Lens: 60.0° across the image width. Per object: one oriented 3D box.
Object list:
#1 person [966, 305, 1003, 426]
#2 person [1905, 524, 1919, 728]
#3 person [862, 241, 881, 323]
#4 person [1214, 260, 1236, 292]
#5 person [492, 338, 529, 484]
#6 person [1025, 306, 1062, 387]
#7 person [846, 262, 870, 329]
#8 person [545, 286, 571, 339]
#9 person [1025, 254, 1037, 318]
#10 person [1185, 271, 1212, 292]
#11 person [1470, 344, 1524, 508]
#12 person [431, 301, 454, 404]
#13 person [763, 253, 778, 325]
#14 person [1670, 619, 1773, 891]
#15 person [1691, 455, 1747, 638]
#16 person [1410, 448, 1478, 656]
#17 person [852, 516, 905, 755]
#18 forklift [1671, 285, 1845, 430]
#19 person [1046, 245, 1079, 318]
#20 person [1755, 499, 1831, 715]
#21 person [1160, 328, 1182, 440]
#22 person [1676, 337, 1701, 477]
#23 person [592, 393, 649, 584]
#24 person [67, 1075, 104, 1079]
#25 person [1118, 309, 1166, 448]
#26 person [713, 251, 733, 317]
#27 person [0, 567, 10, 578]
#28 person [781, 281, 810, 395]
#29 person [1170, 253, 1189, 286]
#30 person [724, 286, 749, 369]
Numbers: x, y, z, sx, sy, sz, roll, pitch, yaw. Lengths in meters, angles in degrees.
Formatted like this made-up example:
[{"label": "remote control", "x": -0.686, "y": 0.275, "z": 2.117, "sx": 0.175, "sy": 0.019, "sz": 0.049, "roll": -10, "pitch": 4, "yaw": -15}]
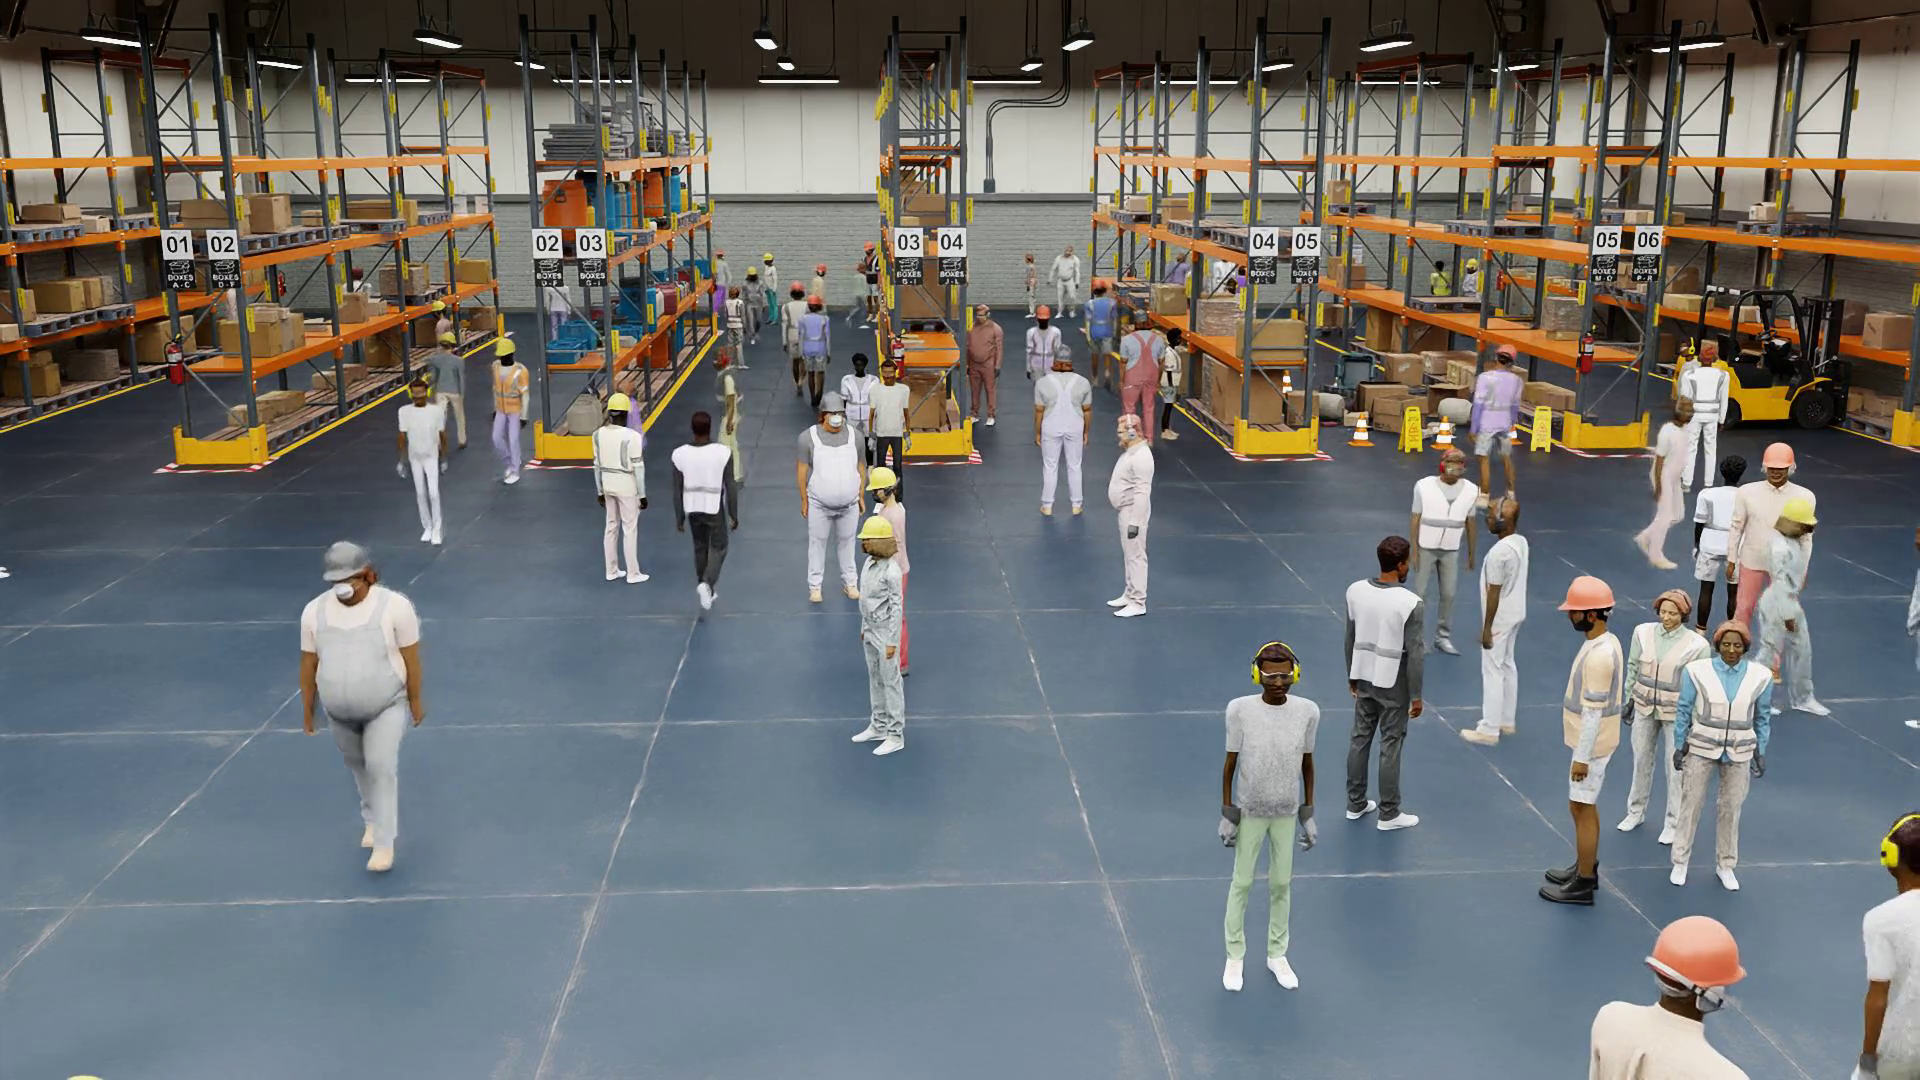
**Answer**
[{"label": "person", "x": 0.380, "y": -2.744, "z": 26.288, "sx": 0.687, "sy": 1.928, "sz": 0.506, "roll": 7, "pitch": 15, "yaw": 26}, {"label": "person", "x": 7.311, "y": 0.653, "z": 12.441, "sx": 0.438, "sy": 1.597, "sz": 0.544, "roll": 2, "pitch": 13, "yaw": 8}, {"label": "person", "x": -2.239, "y": -6.451, "z": 41.633, "sx": 0.619, "sy": 2.029, "sz": 0.410, "roll": 10, "pitch": 17, "yaw": 37}, {"label": "person", "x": 6.544, "y": -6.273, "z": 41.225, "sx": 0.582, "sy": 1.865, "sz": 0.666, "roll": -2, "pitch": 13, "yaw": -8}, {"label": "person", "x": -5.877, "y": -1.703, "z": 21.773, "sx": 0.661, "sy": 1.906, "sz": 0.641, "roll": 6, "pitch": 14, "yaw": 23}, {"label": "person", "x": 1.304, "y": -2.676, "z": 25.907, "sx": 0.573, "sy": 1.893, "sz": 0.940, "roll": 1, "pitch": 13, "yaw": 4}, {"label": "person", "x": -2.435, "y": -5.885, "z": 40.119, "sx": 0.512, "sy": 1.616, "sz": 0.505, "roll": -7, "pitch": 15, "yaw": -26}, {"label": "person", "x": -8.556, "y": -4.868, "z": 35.477, "sx": 0.526, "sy": 1.769, "sz": 0.328, "roll": 0, "pitch": 13, "yaw": -2}, {"label": "person", "x": 1.822, "y": -6.569, "z": 42.981, "sx": 0.318, "sy": 1.631, "sz": 0.514, "roll": 3, "pitch": 14, "yaw": 11}, {"label": "person", "x": 5.426, "y": -5.461, "z": 37.681, "sx": 0.596, "sy": 1.909, "sz": 0.502, "roll": -2, "pitch": 14, "yaw": -10}, {"label": "person", "x": 6.523, "y": -1.355, "z": 20.095, "sx": 0.724, "sy": 2.008, "sz": 0.541, "roll": -4, "pitch": 14, "yaw": -17}, {"label": "person", "x": -8.834, "y": -3.201, "z": 28.438, "sx": 0.335, "sy": 1.761, "sz": 0.519, "roll": 0, "pitch": 13, "yaw": -1}, {"label": "person", "x": -4.698, "y": -6.201, "z": 41.139, "sx": 0.329, "sy": 1.763, "sz": 0.523, "roll": -8, "pitch": 15, "yaw": -30}, {"label": "person", "x": 4.472, "y": 1.259, "z": 9.795, "sx": 0.525, "sy": 1.639, "sz": 0.307, "roll": 3, "pitch": 14, "yaw": 13}, {"label": "person", "x": 6.713, "y": 0.093, "z": 14.611, "sx": 0.540, "sy": 1.695, "sz": 0.317, "roll": 7, "pitch": 15, "yaw": 26}, {"label": "person", "x": 4.143, "y": 0.094, "z": 14.333, "sx": 0.627, "sy": 1.822, "sz": 0.478, "roll": -2, "pitch": 13, "yaw": -7}, {"label": "person", "x": -0.588, "y": 0.680, "z": 12.024, "sx": 0.296, "sy": 1.745, "sz": 0.485, "roll": -8, "pitch": 15, "yaw": -29}, {"label": "forklift", "x": 12.503, "y": -2.886, "z": 26.166, "sx": 2.313, "sy": 2.155, "sz": 1.214, "roll": -1, "pitch": 13, "yaw": -3}, {"label": "person", "x": 2.640, "y": -6.636, "z": 42.730, "sx": 0.848, "sy": 1.889, "sz": 0.428, "roll": 5, "pitch": 14, "yaw": 19}, {"label": "person", "x": 6.416, "y": 0.532, "z": 12.730, "sx": 0.547, "sy": 1.713, "sz": 0.515, "roll": -13, "pitch": 18, "yaw": -43}, {"label": "person", "x": 3.156, "y": -2.336, "z": 24.924, "sx": 0.320, "sy": 1.686, "sz": 0.540, "roll": 3, "pitch": 14, "yaw": 12}, {"label": "person", "x": 9.633, "y": -1.769, "z": 22.128, "sx": 0.323, "sy": 1.871, "sz": 0.528, "roll": 1, "pitch": 13, "yaw": 6}, {"label": "person", "x": -3.404, "y": -0.517, "z": 16.728, "sx": 0.589, "sy": 1.918, "sz": 0.393, "roll": 7, "pitch": 15, "yaw": 27}, {"label": "person", "x": -2.496, "y": 2.360, "z": 4.878, "sx": 0.526, "sy": 1.759, "sz": 0.341, "roll": -8, "pitch": 16, "yaw": -32}, {"label": "person", "x": 2.622, "y": -2.360, "z": 24.264, "sx": 0.686, "sy": 2.000, "sz": 0.537, "roll": -3, "pitch": 14, "yaw": -13}, {"label": "person", "x": -6.196, "y": -6.680, "z": 43.341, "sx": 0.617, "sy": 1.677, "sz": 0.908, "roll": 10, "pitch": 16, "yaw": 35}, {"label": "person", "x": -9.951, "y": -0.481, "z": 16.947, "sx": 0.321, "sy": 1.741, "sz": 0.489, "roll": -8, "pitch": 16, "yaw": -31}, {"label": "person", "x": -2.854, "y": -3.554, "z": 29.394, "sx": 0.618, "sy": 2.016, "sz": 0.859, "roll": 1, "pitch": 13, "yaw": 5}, {"label": "person", "x": 5.801, "y": -6.759, "z": 43.831, "sx": 0.511, "sy": 1.610, "sz": 0.441, "roll": 12, "pitch": 18, "yaw": 40}, {"label": "person", "x": -4.436, "y": -4.193, "z": 32.890, "sx": 0.511, "sy": 1.641, "sz": 0.308, "roll": 8, "pitch": 15, "yaw": 31}]
